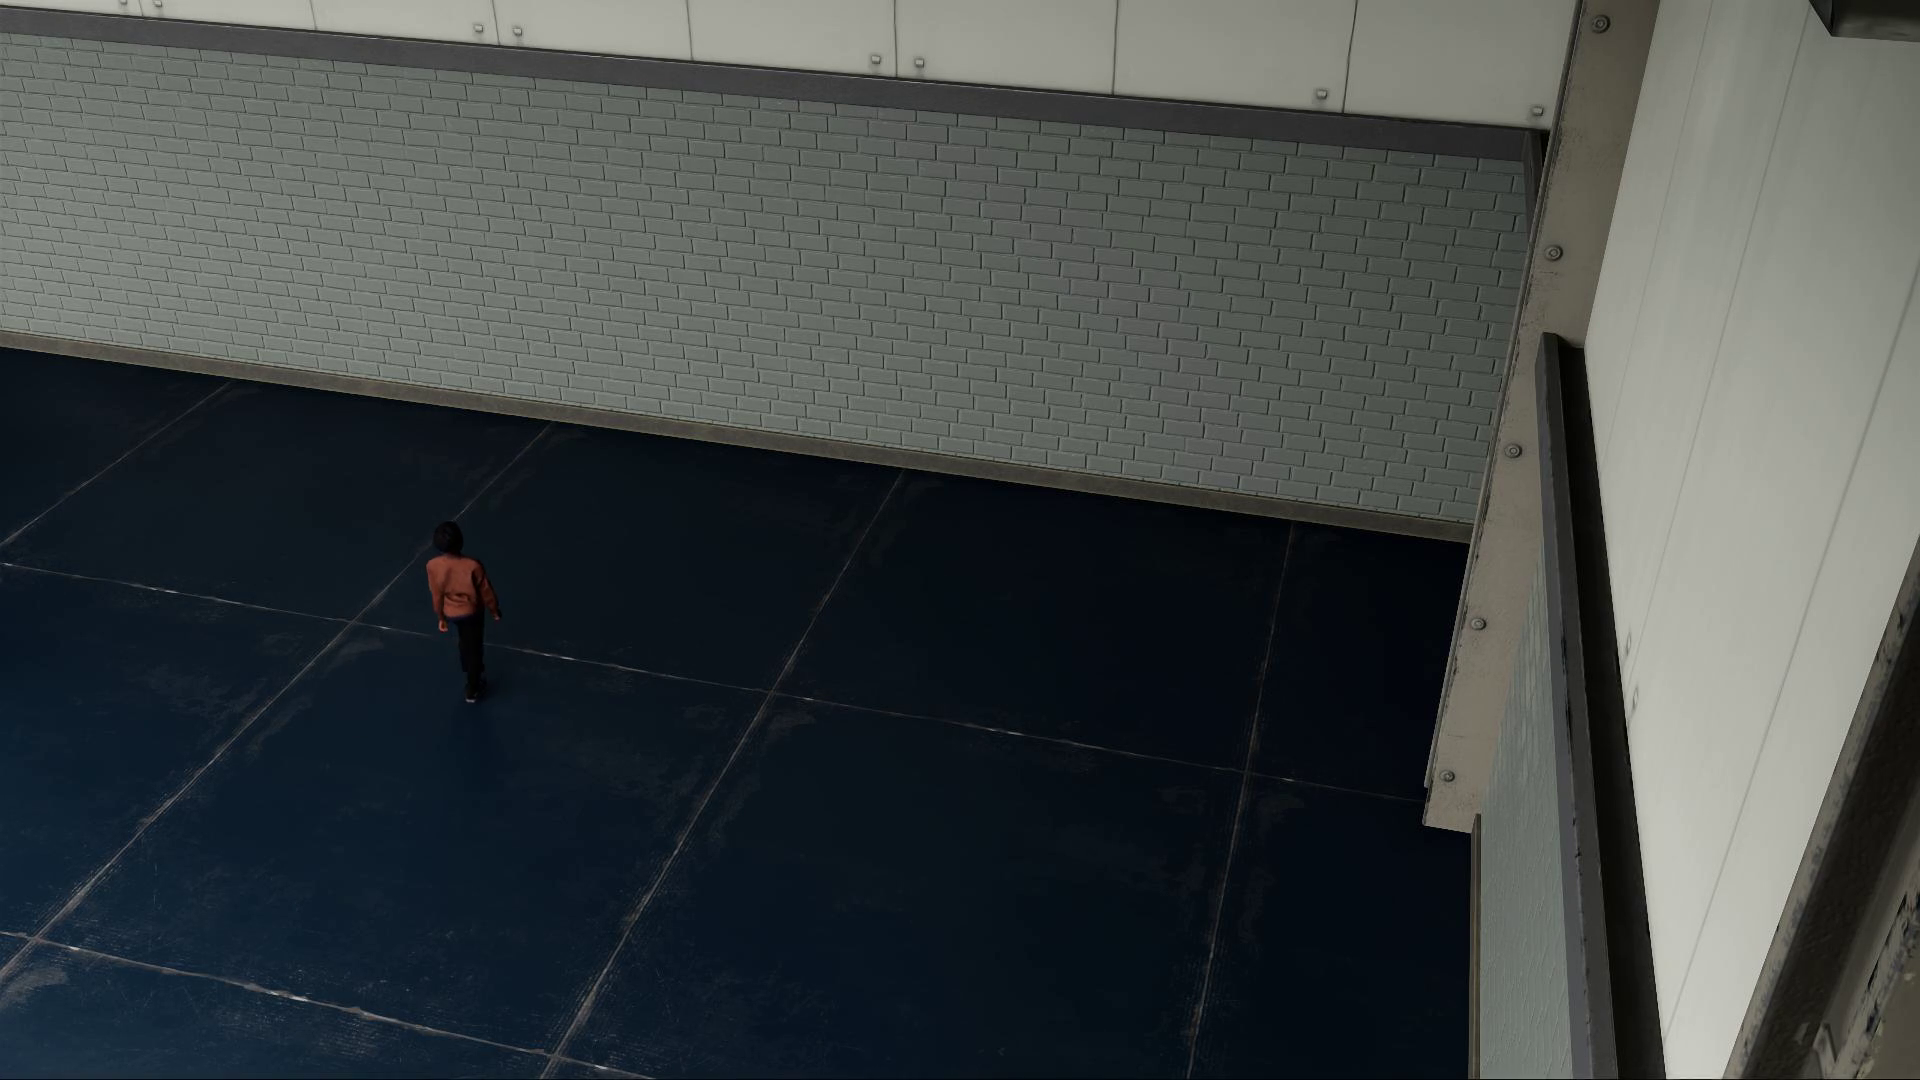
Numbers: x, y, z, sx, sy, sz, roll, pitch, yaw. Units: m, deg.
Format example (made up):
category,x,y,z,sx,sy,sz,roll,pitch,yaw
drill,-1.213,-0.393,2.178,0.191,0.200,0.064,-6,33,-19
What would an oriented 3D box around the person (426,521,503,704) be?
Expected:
category,x,y,z,sx,sy,sz,roll,pitch,yaw
person,-3.053,0.468,10.159,0.533,1.243,0.573,7,33,11
